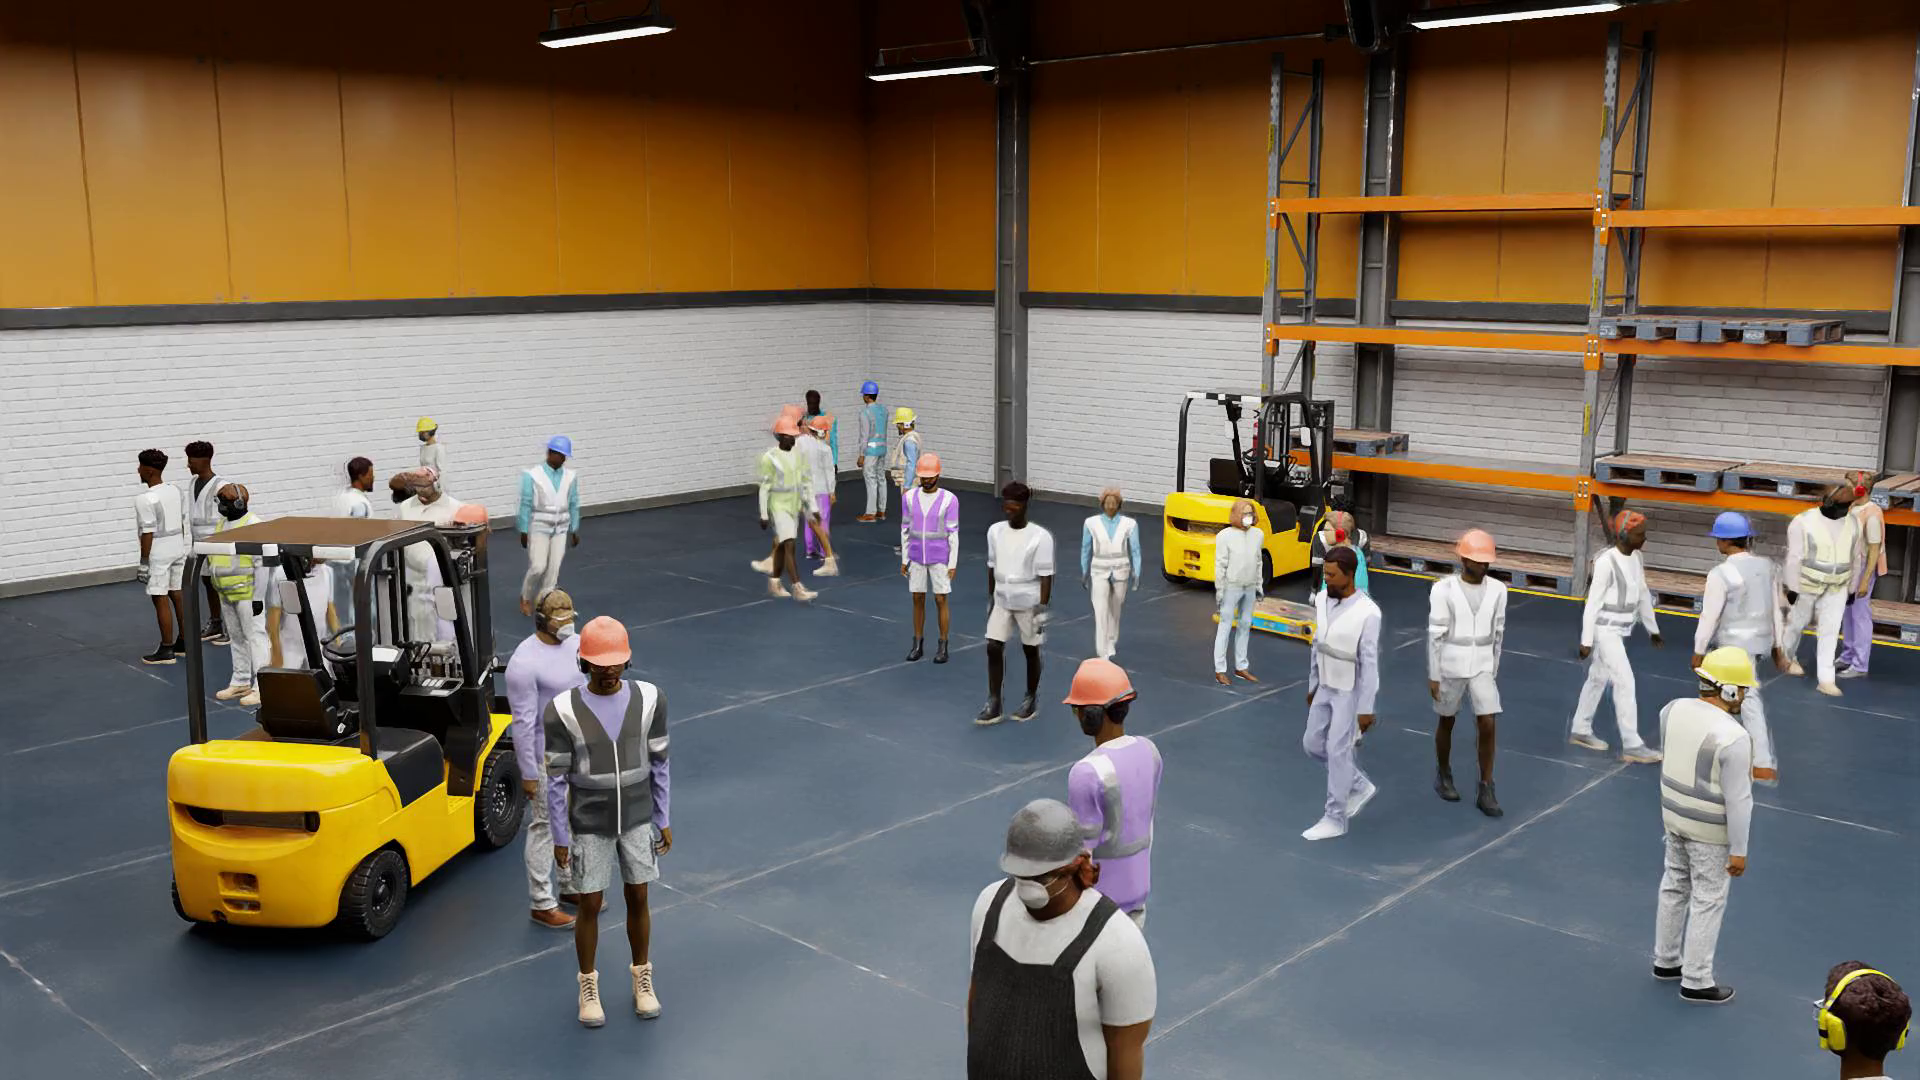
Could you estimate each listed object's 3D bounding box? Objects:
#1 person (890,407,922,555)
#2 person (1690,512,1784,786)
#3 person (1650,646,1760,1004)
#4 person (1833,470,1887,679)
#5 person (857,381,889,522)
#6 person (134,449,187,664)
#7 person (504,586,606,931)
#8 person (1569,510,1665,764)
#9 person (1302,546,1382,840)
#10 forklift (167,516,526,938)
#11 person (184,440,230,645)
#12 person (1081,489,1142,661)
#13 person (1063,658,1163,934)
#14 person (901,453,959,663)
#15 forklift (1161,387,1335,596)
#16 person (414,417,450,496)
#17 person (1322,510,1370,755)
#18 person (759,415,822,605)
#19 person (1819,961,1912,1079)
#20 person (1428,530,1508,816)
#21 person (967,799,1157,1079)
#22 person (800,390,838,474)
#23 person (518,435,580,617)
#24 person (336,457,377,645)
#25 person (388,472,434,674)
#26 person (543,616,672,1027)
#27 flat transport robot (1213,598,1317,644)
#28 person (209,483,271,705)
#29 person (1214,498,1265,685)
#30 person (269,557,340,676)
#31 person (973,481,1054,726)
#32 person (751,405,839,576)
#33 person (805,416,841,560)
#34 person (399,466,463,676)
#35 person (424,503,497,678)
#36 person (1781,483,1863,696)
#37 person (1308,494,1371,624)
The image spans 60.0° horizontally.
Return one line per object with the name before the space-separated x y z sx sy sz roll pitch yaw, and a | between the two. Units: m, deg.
person | -0.656 -0.727 20.496 0.403 1.826 0.586 0 10 -2
person | 5.498 0.743 11.930 0.627 1.888 0.996 -6 12 -30
person | 3.725 1.417 8.312 0.403 1.818 0.606 -2 10 -13
person | 7.884 0.304 14.577 0.393 1.842 0.564 2 10 11
person | -1.211 -1.216 22.928 0.387 1.949 0.602 6 11 29
person | -7.272 0.144 15.132 0.363 1.966 0.600 1 10 8
person | -2.252 1.200 9.245 0.374 1.929 0.635 4 11 21
person | 4.927 0.707 12.272 0.882 1.846 0.606 9 13 40
person | 2.446 0.965 10.630 0.523 1.898 0.619 -4 11 -24
forklift | -3.583 0.976 9.748 1.214 2.155 2.313 2 10 11
person | -7.129 0.021 15.842 0.610 1.963 0.366 7 12 35
person | 1.377 0.331 15.115 0.538 1.585 0.851 0 10 0
person | 0.616 1.511 7.189 0.410 2.030 0.611 7 12 36
person | -0.282 0.165 15.130 0.545 1.929 0.389 3 10 17
forklift | 3.298 -0.608 18.767 1.214 2.155 2.313 9 13 42
person | -6.342 -0.604 19.998 0.543 1.755 0.363 9 14 43
person | 2.868 0.691 12.398 0.389 1.837 0.562 4 11 23
person | -1.750 -0.316 17.666 0.976 2.004 0.613 8 13 38
person | 2.397 2.060 4.543 0.510 1.861 0.324 -2 10 -11
person | 3.400 0.883 11.104 0.560 1.903 0.819 0 10 -1
person | 0.275 1.804 5.473 0.692 2.000 0.537 9 13 41
person | -1.918 -1.078 22.293 0.595 1.899 0.539 1 10 3
person | -4.138 -0.113 16.765 0.635 1.906 0.498 -9 13 -41
person | -5.441 0.193 15.058 0.444 1.902 0.589 -7 12 -36
person | -4.807 0.304 14.650 0.466 1.817 0.640 -6 12 -30
person | -1.686 1.358 8.055 0.601 2.035 0.408 -5 11 -26
flat transport robot | 3.239 0.780 16.336 0.652 0.197 1.431 -8 13 -39
person | -5.971 0.442 13.794 0.622 1.845 0.429 7 12 35
person | 2.421 0.437 14.413 0.507 1.631 0.266 -5 11 -27
person | -4.708 0.789 11.938 0.446 1.801 0.557 7 12 34
person | 0.389 0.518 13.060 0.634 1.940 0.789 6 12 31
person | -1.874 -0.557 19.102 1.066 1.990 0.614 4 11 22
person | -1.698 -0.631 20.152 0.561 1.752 0.324 9 14 42
person | -4.585 0.304 14.418 0.638 1.902 0.406 1 10 6
person | -3.716 0.673 12.340 0.475 1.890 0.617 5 11 26
person | 7.410 0.379 14.338 0.648 1.792 0.927 1 10 5
person | 3.224 0.449 14.168 0.540 1.696 0.314 -2 10 -11
